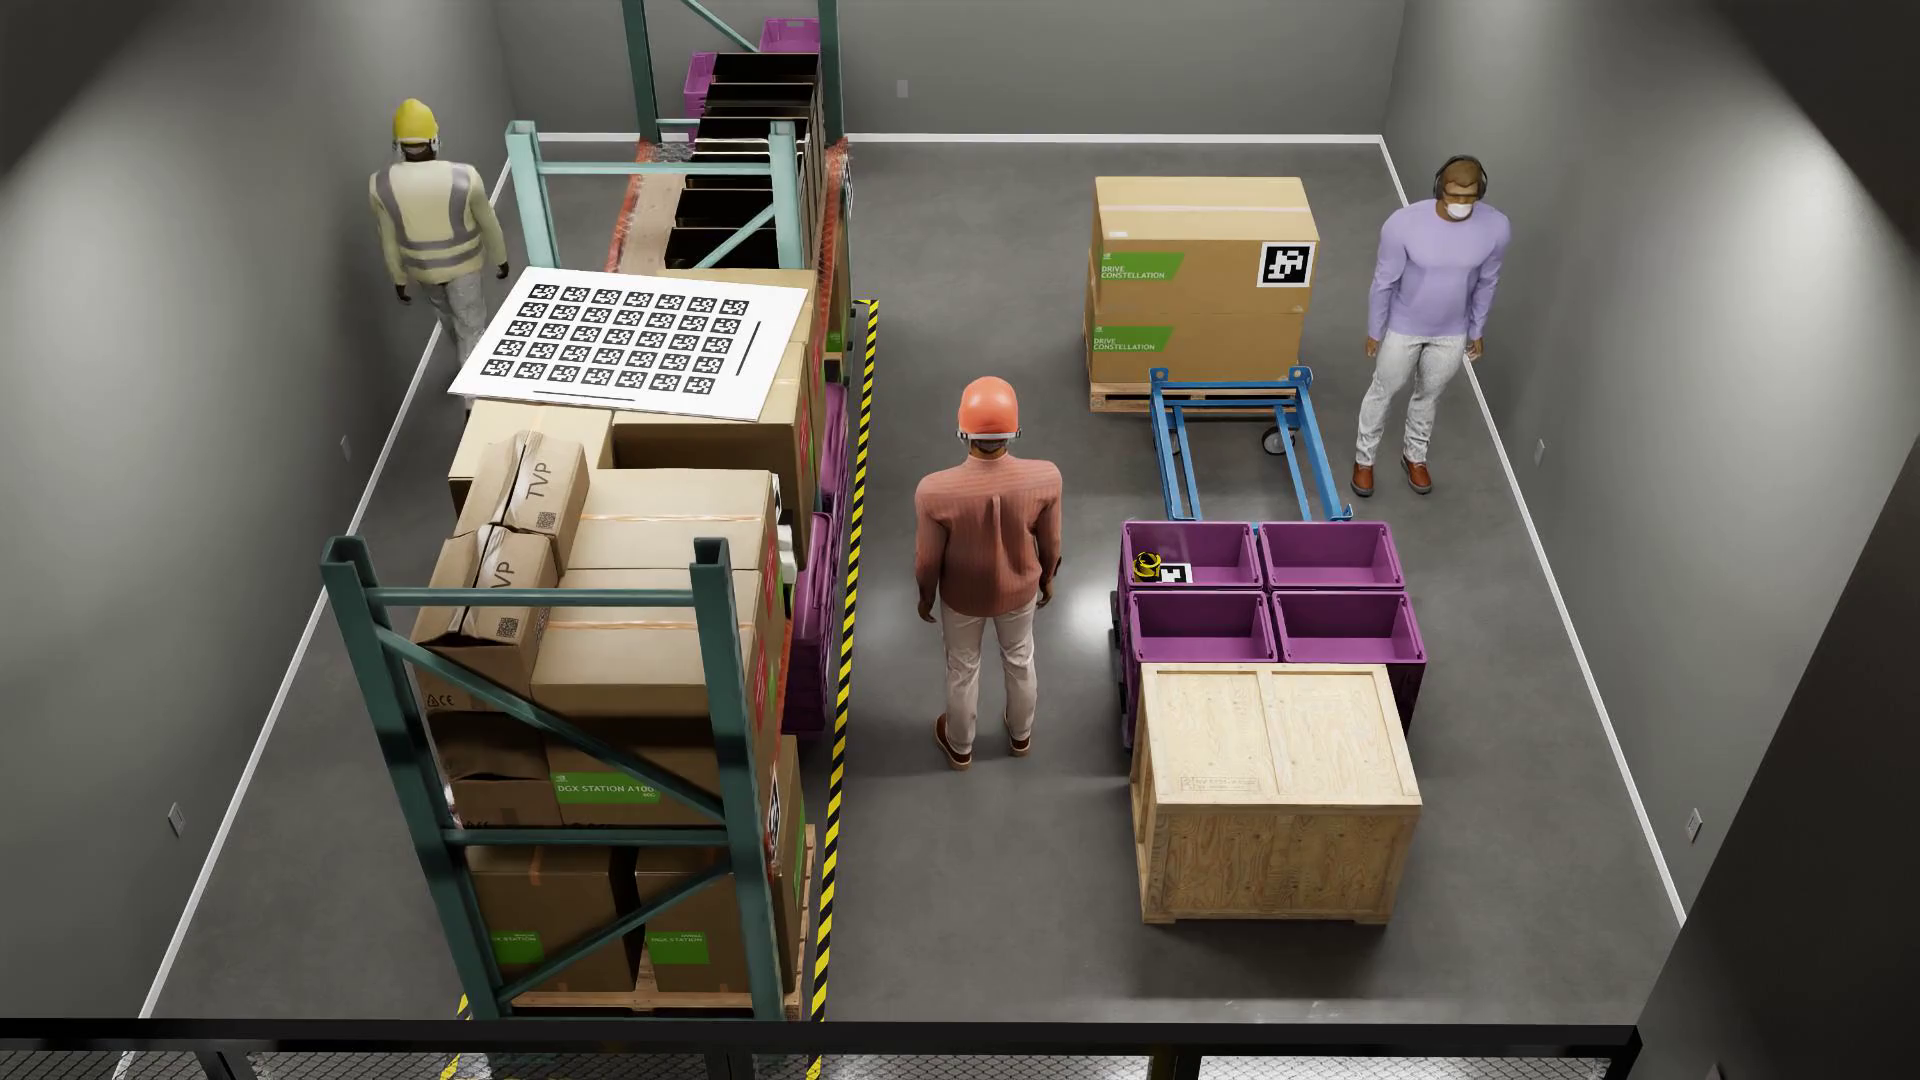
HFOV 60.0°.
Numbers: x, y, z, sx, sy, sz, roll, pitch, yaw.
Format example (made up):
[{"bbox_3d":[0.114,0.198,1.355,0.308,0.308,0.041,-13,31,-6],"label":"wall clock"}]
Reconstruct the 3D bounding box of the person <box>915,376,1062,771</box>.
[{"bbox_3d":[0.111,0.172,6.875,0.612,1.995,0.382,-9,42,-11],"label":"person"}]

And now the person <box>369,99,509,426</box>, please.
[{"bbox_3d":[-2.760,-1.503,8.943,0.608,1.789,0.934,-4,41,-5],"label":"person"}]

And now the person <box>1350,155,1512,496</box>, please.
[{"bbox_3d":[2.336,-1.059,8.322,0.629,1.939,0.372,0,41,0],"label":"person"}]
